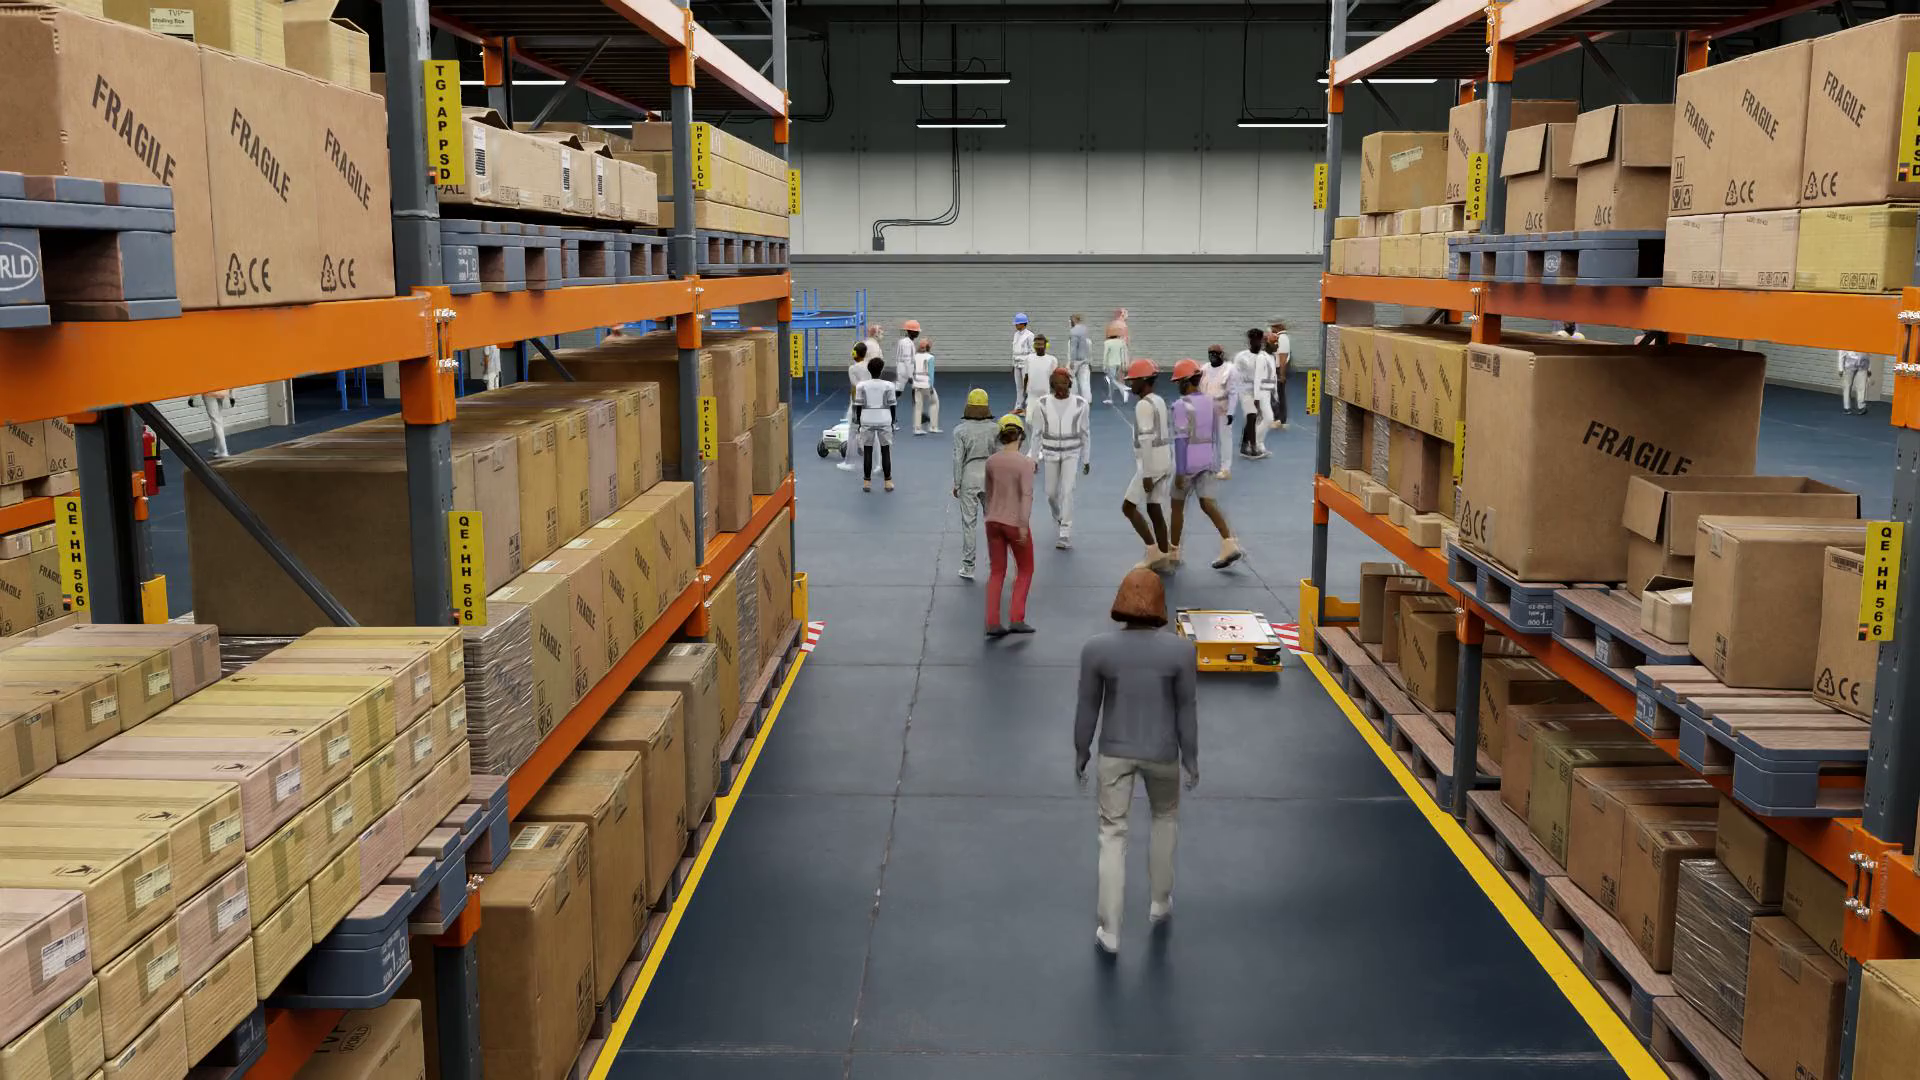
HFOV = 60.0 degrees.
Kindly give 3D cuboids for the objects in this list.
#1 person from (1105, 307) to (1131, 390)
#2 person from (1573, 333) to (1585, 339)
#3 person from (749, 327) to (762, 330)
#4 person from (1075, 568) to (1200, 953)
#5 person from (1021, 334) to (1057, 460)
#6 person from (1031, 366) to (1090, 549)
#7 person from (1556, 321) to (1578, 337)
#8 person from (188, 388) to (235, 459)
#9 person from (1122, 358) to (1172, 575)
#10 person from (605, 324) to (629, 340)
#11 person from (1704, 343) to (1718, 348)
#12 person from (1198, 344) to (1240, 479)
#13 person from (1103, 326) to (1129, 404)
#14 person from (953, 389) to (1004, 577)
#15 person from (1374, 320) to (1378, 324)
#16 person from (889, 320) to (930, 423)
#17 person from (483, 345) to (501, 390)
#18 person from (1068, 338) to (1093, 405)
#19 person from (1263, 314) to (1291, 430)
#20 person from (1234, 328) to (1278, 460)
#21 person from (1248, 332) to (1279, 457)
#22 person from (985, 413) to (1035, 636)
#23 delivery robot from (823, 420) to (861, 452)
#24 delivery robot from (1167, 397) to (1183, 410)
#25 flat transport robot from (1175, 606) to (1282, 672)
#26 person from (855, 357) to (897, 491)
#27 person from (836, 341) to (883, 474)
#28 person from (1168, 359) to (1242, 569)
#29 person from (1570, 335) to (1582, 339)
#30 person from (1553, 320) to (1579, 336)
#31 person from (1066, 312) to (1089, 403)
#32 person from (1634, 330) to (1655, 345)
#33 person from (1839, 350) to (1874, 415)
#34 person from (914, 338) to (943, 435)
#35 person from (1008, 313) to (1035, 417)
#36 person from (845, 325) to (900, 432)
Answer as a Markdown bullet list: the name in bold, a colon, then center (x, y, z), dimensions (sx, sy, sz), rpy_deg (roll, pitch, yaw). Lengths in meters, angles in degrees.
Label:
- **person**: center (3.617, -4.342, 37.824), dimensions (0.579, 1.890, 0.643), rpy_deg (-2, 10, -10)
- **person**: center (9.972, -2.469, 26.954), dimensions (0.311, 1.768, 0.533), rpy_deg (9, 13, 43)
- **person**: center (-3.328, -2.581, 27.151), dimensions (0.577, 1.918, 0.701), rpy_deg (-2, 10, -10)
- **person**: center (0.769, 0.914, 7.175), dimensions (0.536, 1.606, 0.677), rpy_deg (1, 10, 8)
- **person**: center (1.154, -2.104, 24.498), dimensions (0.570, 1.852, 0.545), rpy_deg (2, 10, 13)
- **person**: center (1.046, -0.883, 17.209), dimensions (0.615, 1.855, 0.796), rpy_deg (2, 10, 10)
- **person**: center (12.103, -3.546, 33.247), dimensions (0.633, 1.817, 0.751), rpy_deg (-6, 11, -33)
- **person**: center (-11.168, -2.167, 24.740), dimensions (0.848, 1.892, 0.598), rpy_deg (7, 12, 35)
- **person**: center (1.738, -0.666, 15.408), dimensions (0.534, 2.014, 0.689), rpy_deg (4, 10, 21)
- **person**: center (-6.094, -3.000, 29.579), dimensions (0.614, 1.946, 0.638), rpy_deg (8, 12, 39)
- **person**: center (9.823, -1.662, 21.883), dimensions (0.565, 1.846, 0.389), rpy_deg (0, 9, 3)
- **person**: center (3.397, -1.701, 22.196), dimensions (0.645, 1.812, 0.747), rpy_deg (7, 12, 36)
- **person**: center (3.198, -3.580, 34.121), dimensions (0.507, 1.603, 0.737), rpy_deg (-8, 13, -41)
- **person**: center (0.164, -0.526, 15.386), dimensions (0.488, 1.743, 0.317), rpy_deg (-2, 10, -11)
- **person**: center (7.760, -3.308, 31.833), dimensions (0.662, 1.828, 0.513), rpy_deg (-4, 10, -21)
- **person**: center (-0.975, -3.028, 30.022), dimensions (1.033, 1.872, 0.563), rpy_deg (1, 10, 7)
- **person**: center (-8.412, -2.995, 29.831), dimensions (0.317, 1.865, 0.520), rpy_deg (1, 10, 9)
- **person**: center (2.463, -3.551, 33.926), dimensions (0.528, 1.601, 0.793), rpy_deg (-1, 10, -7)
- **person**: center (5.482, -2.921, 28.971), dimensions (0.585, 2.000, 0.702), rpy_deg (1, 10, 8)
- **person**: center (4.396, -2.152, 24.570), dimensions (0.616, 1.926, 0.896), rpy_deg (-5, 11, -30)
- **person**: center (4.542, -2.151, 24.730), dimensions (0.397, 1.869, 0.607), rpy_deg (3, 10, 20)
- **person**: center (0.365, -0.112, 12.939), dimensions (0.541, 1.725, 0.524), rpy_deg (8, 12, 40)
- **delivery robot**: center (-1.755, -1.568, 25.024), dimensions (0.477, 0.478, 0.707), rpy_deg (5, 11, 28)
- **delivery robot**: center (3.939, -2.408, 29.281), dimensions (0.335, 0.223, 0.698), rpy_deg (-5, 11, -30)
- **flat transport robot**: center (1.982, 0.728, 12.400), dimensions (0.652, 0.197, 1.431), rpy_deg (1, 9, 3)
- **person**: center (-1.071, -1.478, 21.224), dimensions (0.538, 1.695, 0.320), rpy_deg (0, 9, 2)
- **person**: center (-1.334, -1.840, 23.064), dimensions (0.537, 1.823, 0.989), rpy_deg (-9, 13, -42)
- **person**: center (2.292, -0.716, 15.841), dimensions (0.646, 2.009, 0.969), rpy_deg (-8, 13, -41)
- **person**: center (8.495, -1.900, 23.183), dimensions (0.607, 1.893, 0.989), rpy_deg (3, 10, 17)
- **person**: center (15.443, -5.109, 42.348), dimensions (0.651, 1.906, 0.403), rpy_deg (8, 12, 39)
- **person**: center (2.308, -3.584, 33.212), dimensions (0.610, 1.903, 0.692), rpy_deg (4, 10, 24)
- **person**: center (13.631, -3.491, 33.077), dimensions (0.533, 1.767, 0.326), rpy_deg (8, 12, 39)
- **person**: center (17.048, -3.261, 31.598), dimensions (0.621, 1.793, 0.872), rpy_deg (2, 10, 14)
- **person**: center (-0.535, -2.586, 28.070), dimensions (0.606, 1.615, 0.540), rpy_deg (-8, 12, -39)
- **person**: center (1.181, -3.307, 31.455), dimensions (0.401, 1.940, 0.602), rpy_deg (-6, 11, -33)
- **person**: center (-1.566, -2.741, 28.380), dimensions (1.016, 1.850, 0.736), rpy_deg (-4, 10, -24)
